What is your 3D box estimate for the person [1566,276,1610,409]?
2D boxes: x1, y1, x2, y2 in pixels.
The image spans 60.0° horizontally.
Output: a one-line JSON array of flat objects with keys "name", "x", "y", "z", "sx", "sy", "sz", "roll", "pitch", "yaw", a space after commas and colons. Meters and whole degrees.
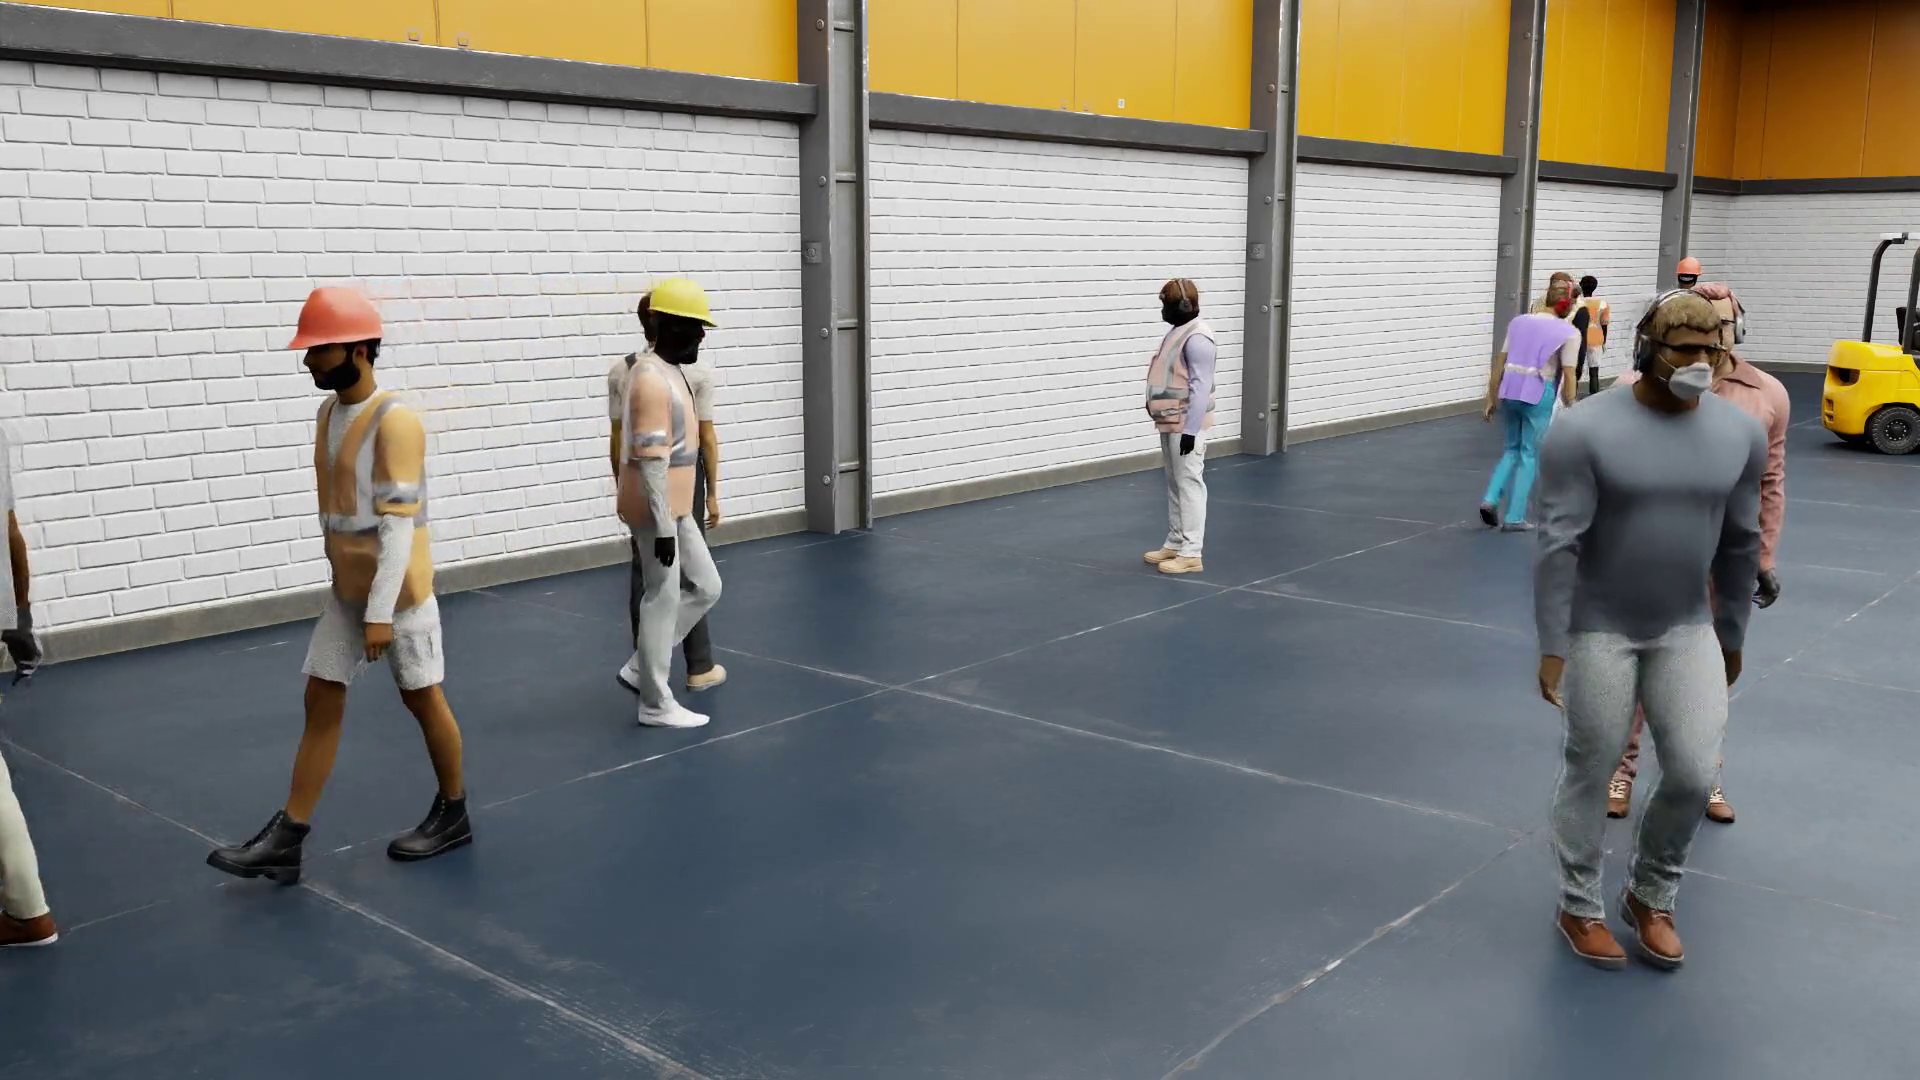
[{"name": "person", "x": 7.726, "y": -2.413, "z": 20.542, "sx": 0.531, "sy": 1.694, "sz": 0.320, "roll": 3, "pitch": 10, "yaw": 16}]

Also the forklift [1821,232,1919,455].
[{"name": "forklift", "x": 9.955, "y": -1.972, "z": 16.595, "sx": 2.313, "sy": 2.155, "sz": 1.214, "roll": 1, "pitch": 10, "yaw": 8}]

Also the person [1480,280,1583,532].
[{"name": "person", "x": 4.094, "y": -0.944, "z": 11.862, "sx": 0.537, "sy": 1.798, "sz": 0.615, "roll": -7, "pitch": 12, "yaw": -34}]

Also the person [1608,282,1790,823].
[{"name": "person", "x": 2.574, "y": 0.052, "z": 5.884, "sx": 0.636, "sy": 1.911, "sz": 0.405, "roll": 2, "pitch": 10, "yaw": 10}]

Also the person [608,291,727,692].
[{"name": "person", "x": -1.345, "y": -0.218, "z": 7.614, "sx": 0.506, "sy": 1.843, "sz": 0.349, "roll": 2, "pitch": 10, "yaw": 11}]

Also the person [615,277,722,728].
[{"name": "person", "x": -1.212, "y": -0.135, "z": 6.961, "sx": 0.429, "sy": 1.901, "sz": 0.614, "roll": 0, "pitch": 10, "yaw": -2}]

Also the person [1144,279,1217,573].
[{"name": "person", "x": 1.379, "y": -0.715, "z": 10.461, "sx": 0.430, "sy": 1.838, "sz": 0.619, "roll": -1, "pitch": 10, "yaw": -6}]

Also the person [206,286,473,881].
[{"name": "person", "x": -1.967, "y": 0.166, "z": 5.255, "sx": 0.574, "sy": 1.895, "sz": 0.930, "roll": 8, "pitch": 13, "yaw": 40}]

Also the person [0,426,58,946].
[{"name": "person", "x": -3.000, "y": 0.279, "z": 4.754, "sx": 0.767, "sy": 1.846, "sz": 0.555, "roll": 0, "pitch": 10, "yaw": 3}]

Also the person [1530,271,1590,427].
[{"name": "person", "x": 6.045, "y": -1.814, "z": 16.811, "sx": 0.872, "sy": 1.809, "sz": 0.628, "roll": -7, "pitch": 12, "yaw": -34}]

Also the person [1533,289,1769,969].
[{"name": "person", "x": 1.893, "y": 0.273, "z": 4.612, "sx": 0.668, "sy": 1.917, "sz": 0.488, "roll": 0, "pitch": 10, "yaw": 1}]

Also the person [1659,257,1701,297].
[{"name": "person", "x": 7.151, "y": -1.823, "z": 16.476, "sx": 0.552, "sy": 1.936, "sz": 0.359, "roll": 4, "pitch": 11, "yaw": 22}]
